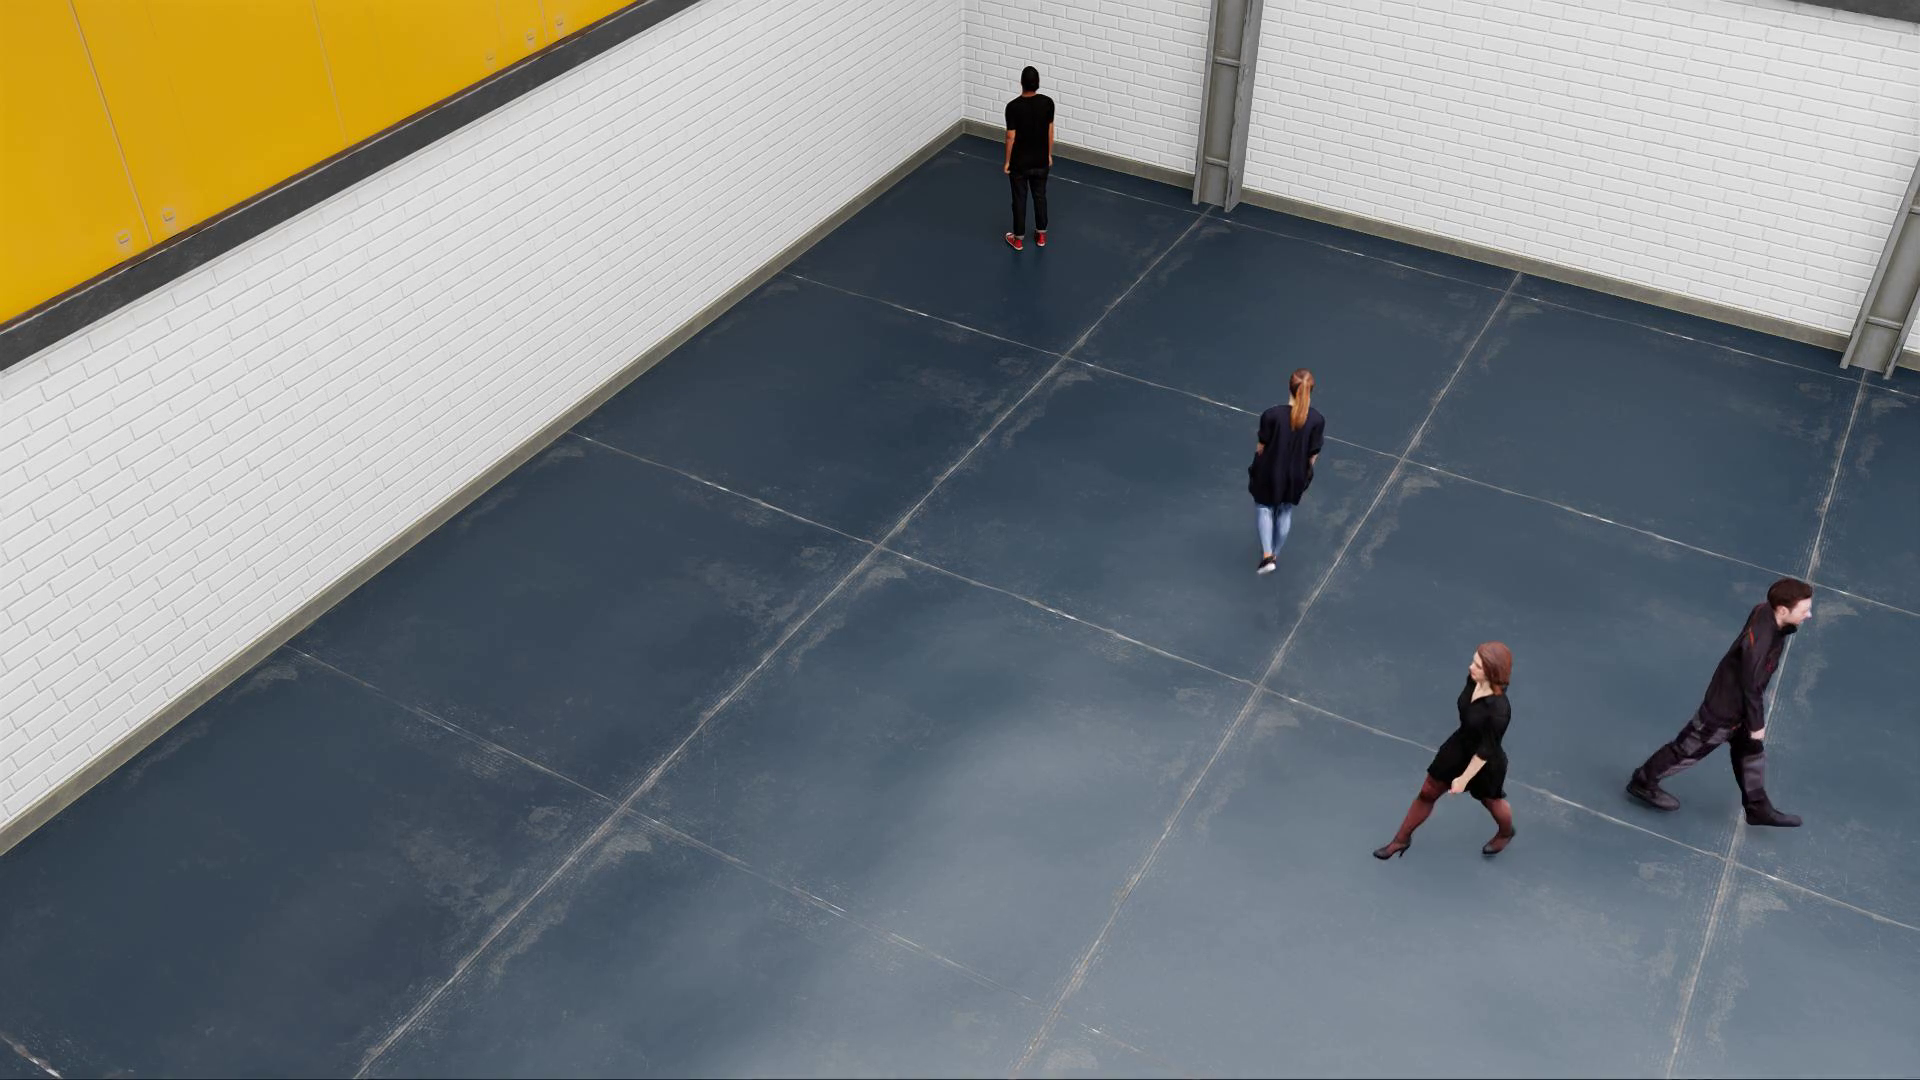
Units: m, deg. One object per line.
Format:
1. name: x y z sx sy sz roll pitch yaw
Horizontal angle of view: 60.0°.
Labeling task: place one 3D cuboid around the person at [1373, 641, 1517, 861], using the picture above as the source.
1. person: 3.006 1.256 9.433 1.127 1.653 1.057 -8 39 -10

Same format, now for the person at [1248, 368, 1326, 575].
1. person: 2.239 -0.400 11.493 0.846 1.670 0.879 2 39 3

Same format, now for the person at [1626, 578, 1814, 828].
1. person: 4.398 0.942 9.663 1.208 1.856 0.763 24 44 27

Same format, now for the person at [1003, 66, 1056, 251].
1. person: 0.636 -3.520 15.329 0.724 1.758 0.779 -10 40 -13
